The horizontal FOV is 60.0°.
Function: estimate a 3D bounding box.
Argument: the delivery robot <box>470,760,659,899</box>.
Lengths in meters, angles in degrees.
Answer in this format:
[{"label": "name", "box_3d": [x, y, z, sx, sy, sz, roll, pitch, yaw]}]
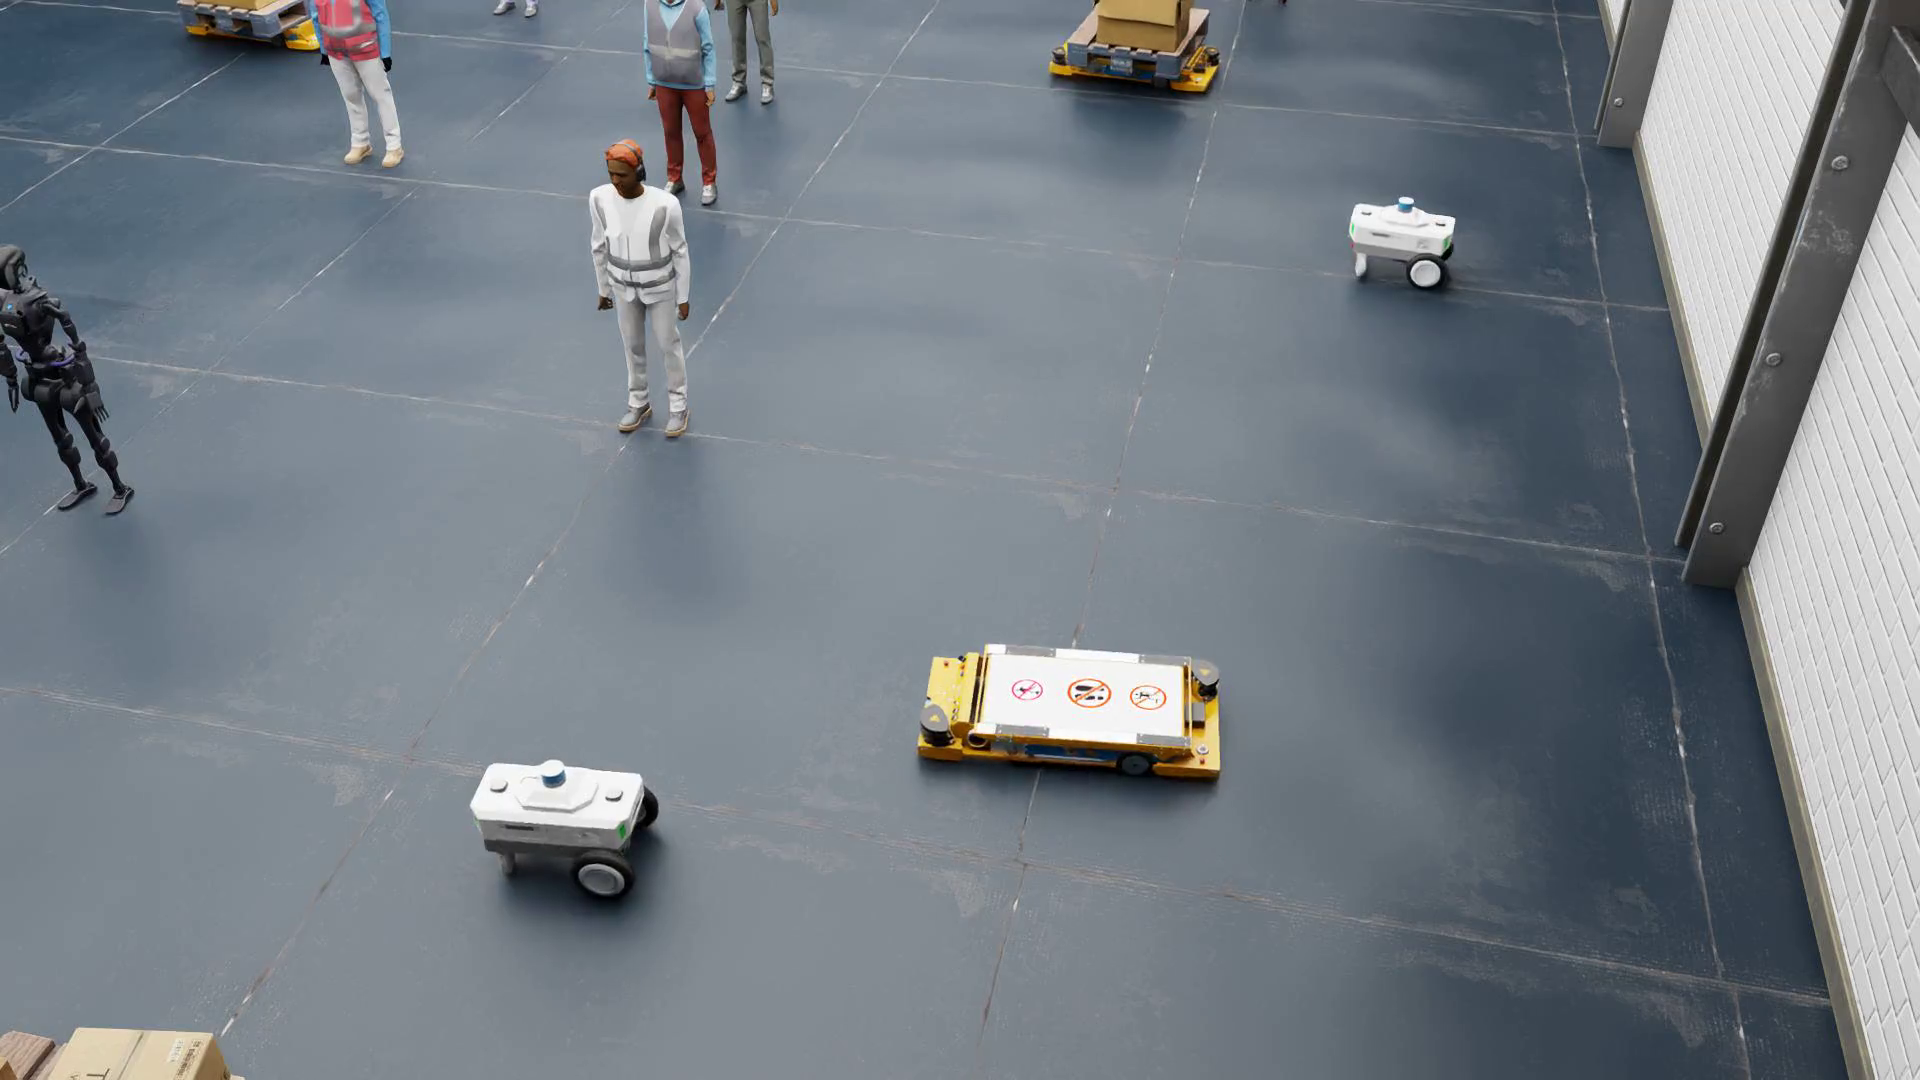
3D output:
[{"label": "delivery robot", "box_3d": [-1.731, 1.219, 7.352, 0.770, 0.598, 0.515, 4, 37, 5]}]

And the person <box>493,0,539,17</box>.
[{"label": "person", "box_3d": [-4.323, -5.938, 15.850, 0.568, 1.840, 0.373, 8, 37, 10]}]

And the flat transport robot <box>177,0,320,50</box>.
[{"label": "flat transport robot", "box_3d": [-6.550, -4.923, 15.806, 1.431, 0.231, 0.659, 12, 38, 16]}]

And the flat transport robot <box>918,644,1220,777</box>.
[{"label": "flat transport robot", "box_3d": [0.543, 0.828, 8.111, 1.431, 0.231, 0.659, 4, 37, 5]}]

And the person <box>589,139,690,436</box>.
[{"label": "person", "box_3d": [-1.875, -1.478, 9.848, 0.583, 1.882, 0.337, 8, 37, 10]}]

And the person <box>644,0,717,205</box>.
[{"label": "person", "box_3d": [-2.083, -3.443, 12.482, 0.545, 1.876, 0.408, 8, 37, 10]}]

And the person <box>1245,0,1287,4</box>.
[{"label": "person", "box_3d": [3.083, -6.114, 16.159, 0.536, 1.749, 0.339, 8, 37, 10]}]

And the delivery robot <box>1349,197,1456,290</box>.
[{"label": "delivery robot", "box_3d": [3.160, -2.135, 11.840, 0.770, 0.599, 0.517, 12, 38, 16]}]

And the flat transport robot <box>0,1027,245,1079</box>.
[{"label": "flat transport robot", "box_3d": [-3.227, 2.506, 5.866, 1.431, 0.231, 0.659, 8, 37, 10]}]

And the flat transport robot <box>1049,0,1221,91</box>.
[{"label": "flat transport robot", "box_3d": [1.583, -4.316, 14.994, 1.431, 0.231, 0.659, 12, 38, 16]}]

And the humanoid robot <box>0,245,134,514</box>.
[{"label": "humanoid robot", "box_3d": [-5.008, -0.876, 9.205, 0.599, 1.655, 0.315, 8, 37, 10]}]

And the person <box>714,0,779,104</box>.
[{"label": "person", "box_3d": [-1.804, -4.635, 14.104, 0.568, 1.842, 0.373, 8, 37, 10]}]

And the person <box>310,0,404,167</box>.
[{"label": "person", "box_3d": [-4.747, -3.830, 13.032, 0.633, 1.839, 0.429, 8, 37, 10]}]
